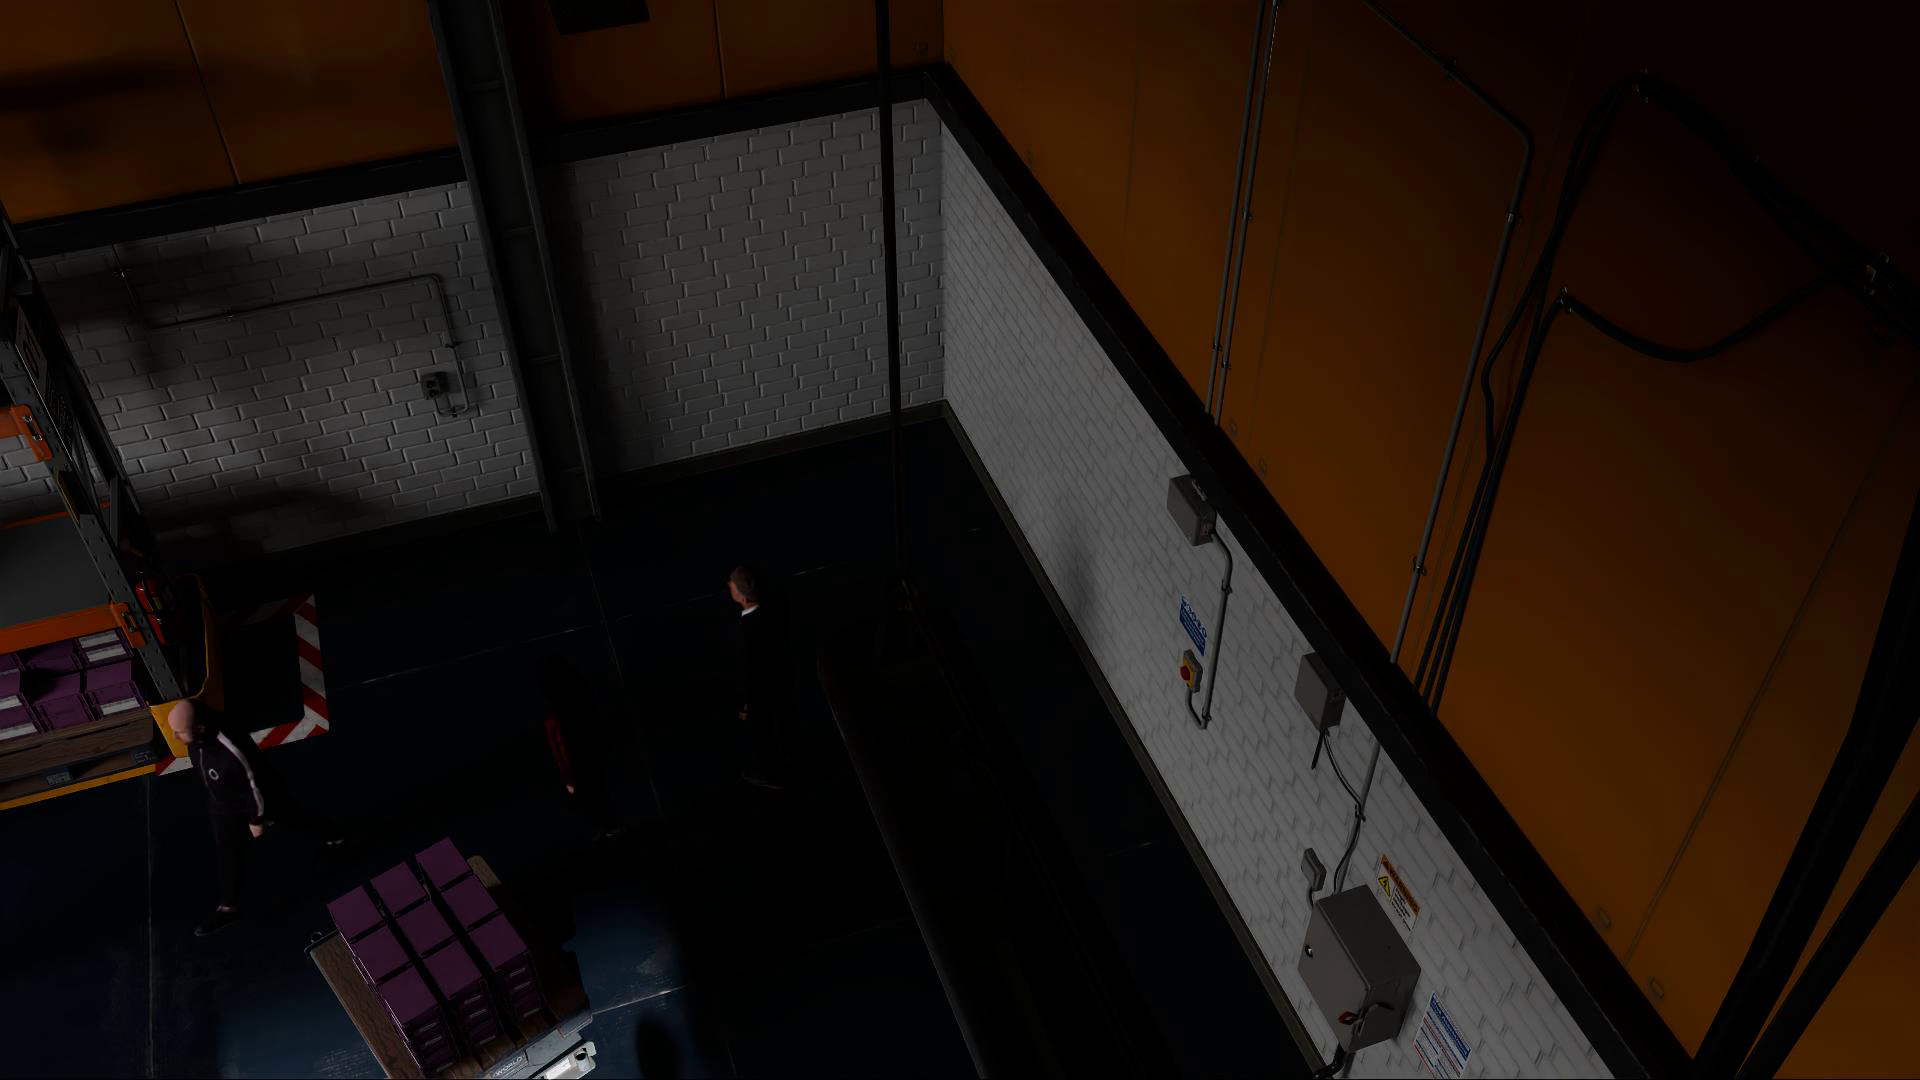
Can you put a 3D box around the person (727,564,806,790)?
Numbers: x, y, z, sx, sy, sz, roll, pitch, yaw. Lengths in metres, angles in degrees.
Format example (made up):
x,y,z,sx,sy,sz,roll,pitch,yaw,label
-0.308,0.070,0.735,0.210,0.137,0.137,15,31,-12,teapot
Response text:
x,y,z,sx,sy,sz,roll,pitch,yaw,label
-1.166,0.814,9.976,0.823,1.817,0.759,19,47,19,person

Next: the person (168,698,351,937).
x,y,z,sx,sy,sz,roll,pitch,yaw,label
-3.915,1.395,9.405,1.199,1.764,1.339,24,49,23,person

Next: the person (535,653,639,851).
x,y,z,sx,sy,sz,roll,pitch,yaw,label
-2.089,1.283,9.610,0.793,1.642,0.740,9,44,10,person
